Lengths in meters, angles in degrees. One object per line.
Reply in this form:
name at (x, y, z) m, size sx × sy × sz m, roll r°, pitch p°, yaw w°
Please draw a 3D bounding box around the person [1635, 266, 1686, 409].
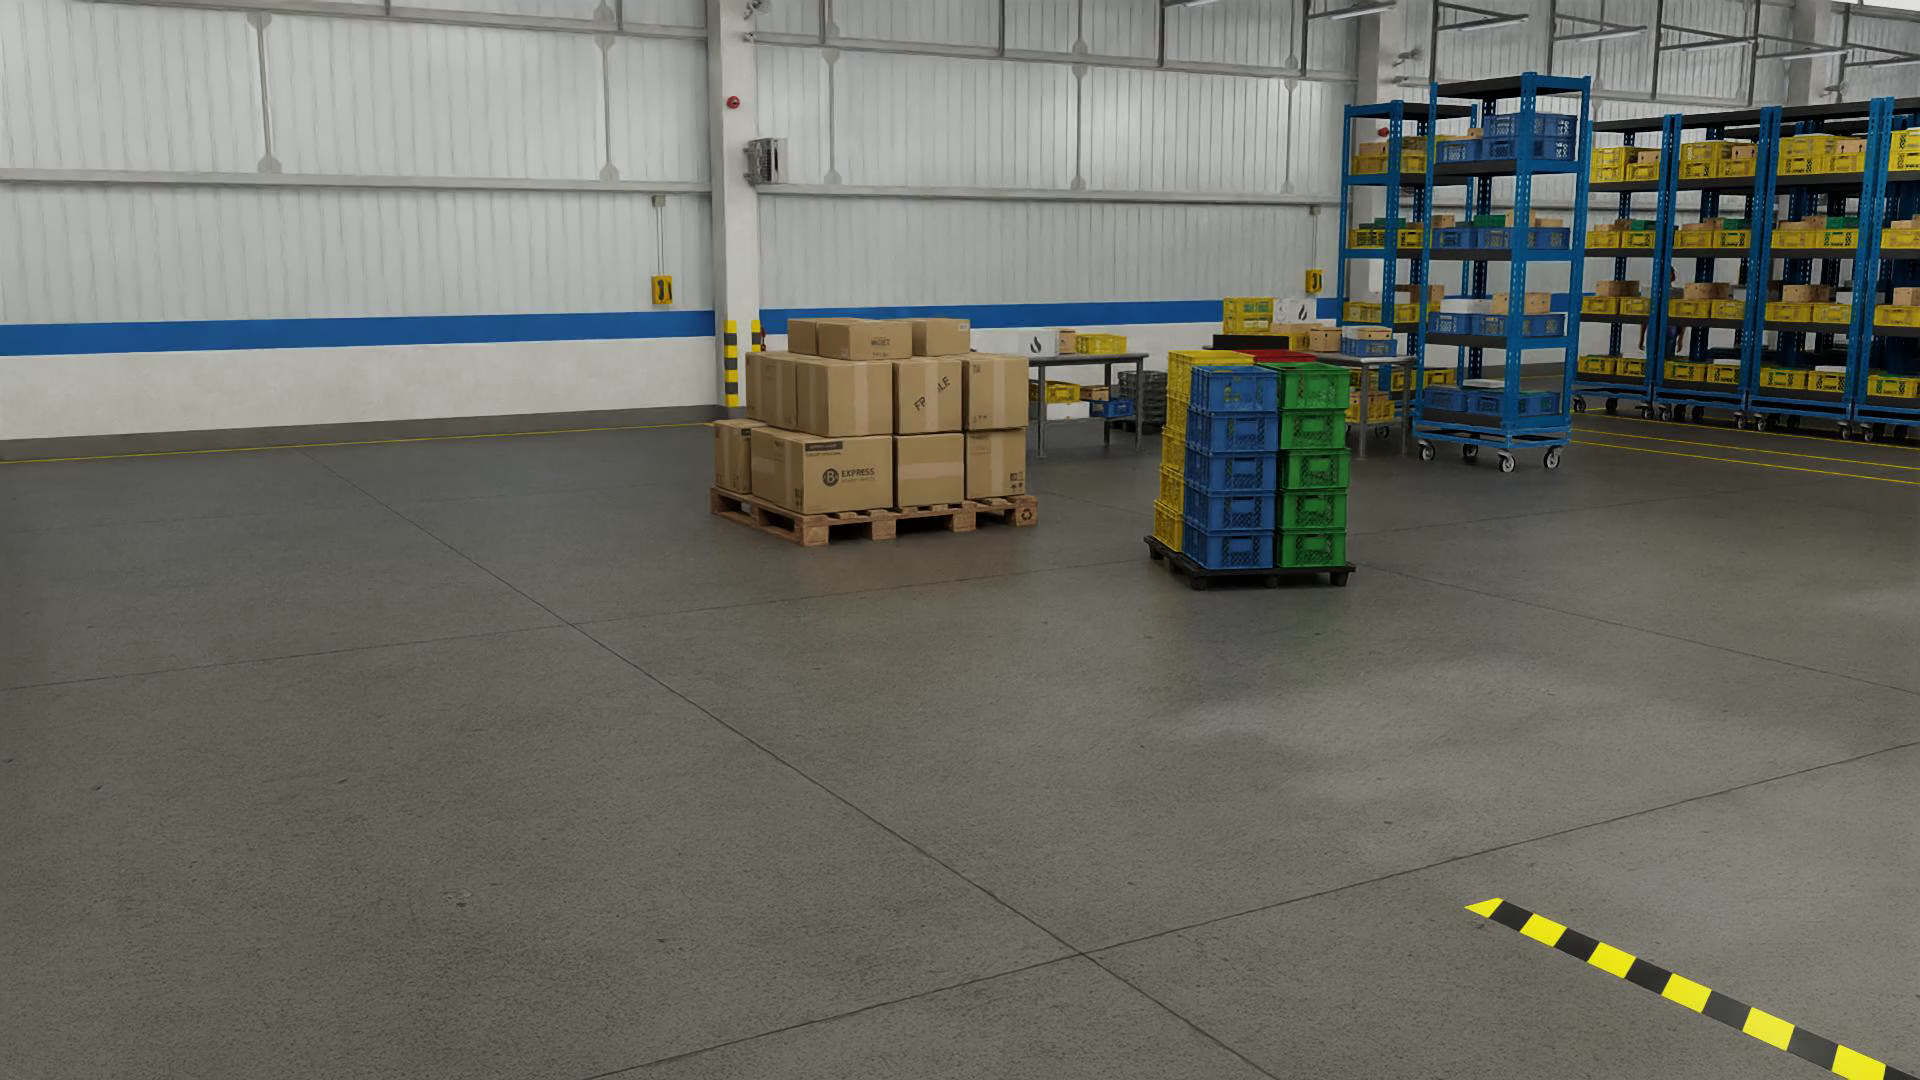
person at (8.953, -2.579, 21.202) m, size 0.377 × 1.844 × 0.570 m, roll -10°, pitch 14°, yaw -44°
